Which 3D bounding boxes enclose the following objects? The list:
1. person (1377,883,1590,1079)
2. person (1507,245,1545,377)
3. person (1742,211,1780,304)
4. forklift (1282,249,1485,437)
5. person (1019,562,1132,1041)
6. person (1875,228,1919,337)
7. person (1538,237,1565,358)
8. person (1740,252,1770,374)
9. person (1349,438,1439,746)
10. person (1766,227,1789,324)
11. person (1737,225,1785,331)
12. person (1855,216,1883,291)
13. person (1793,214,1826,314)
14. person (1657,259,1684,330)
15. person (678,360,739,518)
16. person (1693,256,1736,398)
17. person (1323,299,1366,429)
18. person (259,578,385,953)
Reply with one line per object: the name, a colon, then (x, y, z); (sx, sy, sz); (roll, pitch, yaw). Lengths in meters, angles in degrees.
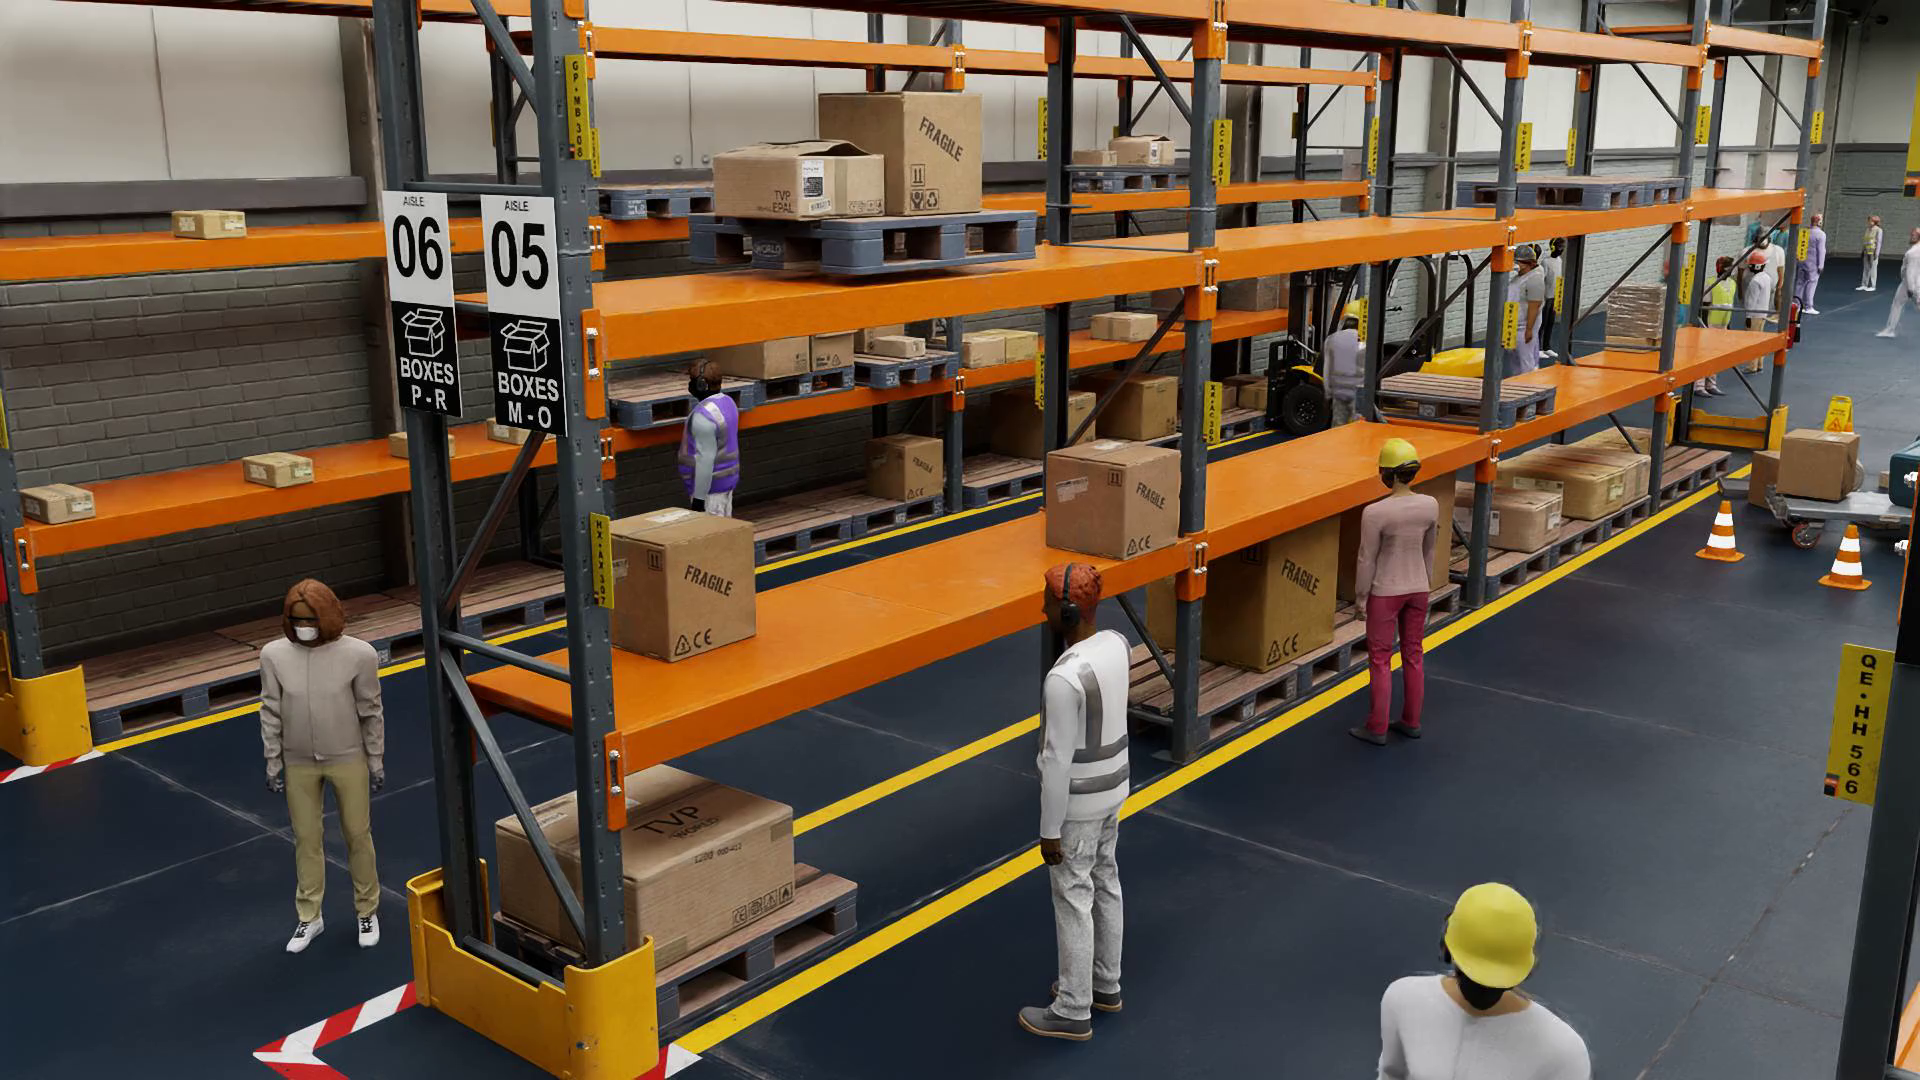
person: (1.242, 1.631, 4.048); (0.545, 1.738, 0.577); (10, 17, 34)
person: (7.185, -2.779, 21.386); (0.535, 2.000, 0.685); (-1, 14, -3)
person: (16.171, -5.752, 33.582); (0.617, 1.993, 0.396); (6, 15, 23)
forklift: (4.886, -2.214, 18.767); (2.313, 2.155, 1.214); (11, 18, 38)
person: (0.457, 0.994, 6.360); (0.358, 1.880, 0.575); (8, 16, 28)
person: (16.076, -4.304, 27.958); (0.639, 1.867, 0.951); (-8, 16, -30)
person: (9.109, -3.736, 25.660); (0.513, 1.860, 0.317); (-11, 18, -39)
person: (11.452, -3.272, 24.004); (0.355, 1.744, 0.565); (12, 18, 40)
person: (2.461, 0.294, 9.462); (0.518, 1.757, 0.337); (-5, 15, -21)
person: (14.914, -4.957, 30.272); (0.423, 2.037, 0.610); (1, 14, 5)
person: (12.928, -4.139, 26.920); (0.674, 2.000, 0.900); (3, 14, 13)
person: (19.996, -6.289, 36.509); (0.310, 1.637, 0.519); (-2, 14, -8)
person: (16.352, -5.301, 31.954); (0.399, 1.899, 0.646); (-4, 14, -15)
person: (10.004, -3.120, 23.442); (0.564, 1.709, 0.581); (-5, 15, -20)
person: (-1.819, -0.386, 12.051); (0.429, 1.843, 0.633); (2, 14, 8)
person: (9.958, -2.817, 21.936); (0.564, 1.847, 0.396); (-8, 16, -29)
person: (3.878, -1.452, 16.413); (0.600, 1.830, 0.404); (12, 18, 40)
person: (-2.686, 0.950, 7.042); (0.499, 1.633, 0.279); (-2, 14, -6)
